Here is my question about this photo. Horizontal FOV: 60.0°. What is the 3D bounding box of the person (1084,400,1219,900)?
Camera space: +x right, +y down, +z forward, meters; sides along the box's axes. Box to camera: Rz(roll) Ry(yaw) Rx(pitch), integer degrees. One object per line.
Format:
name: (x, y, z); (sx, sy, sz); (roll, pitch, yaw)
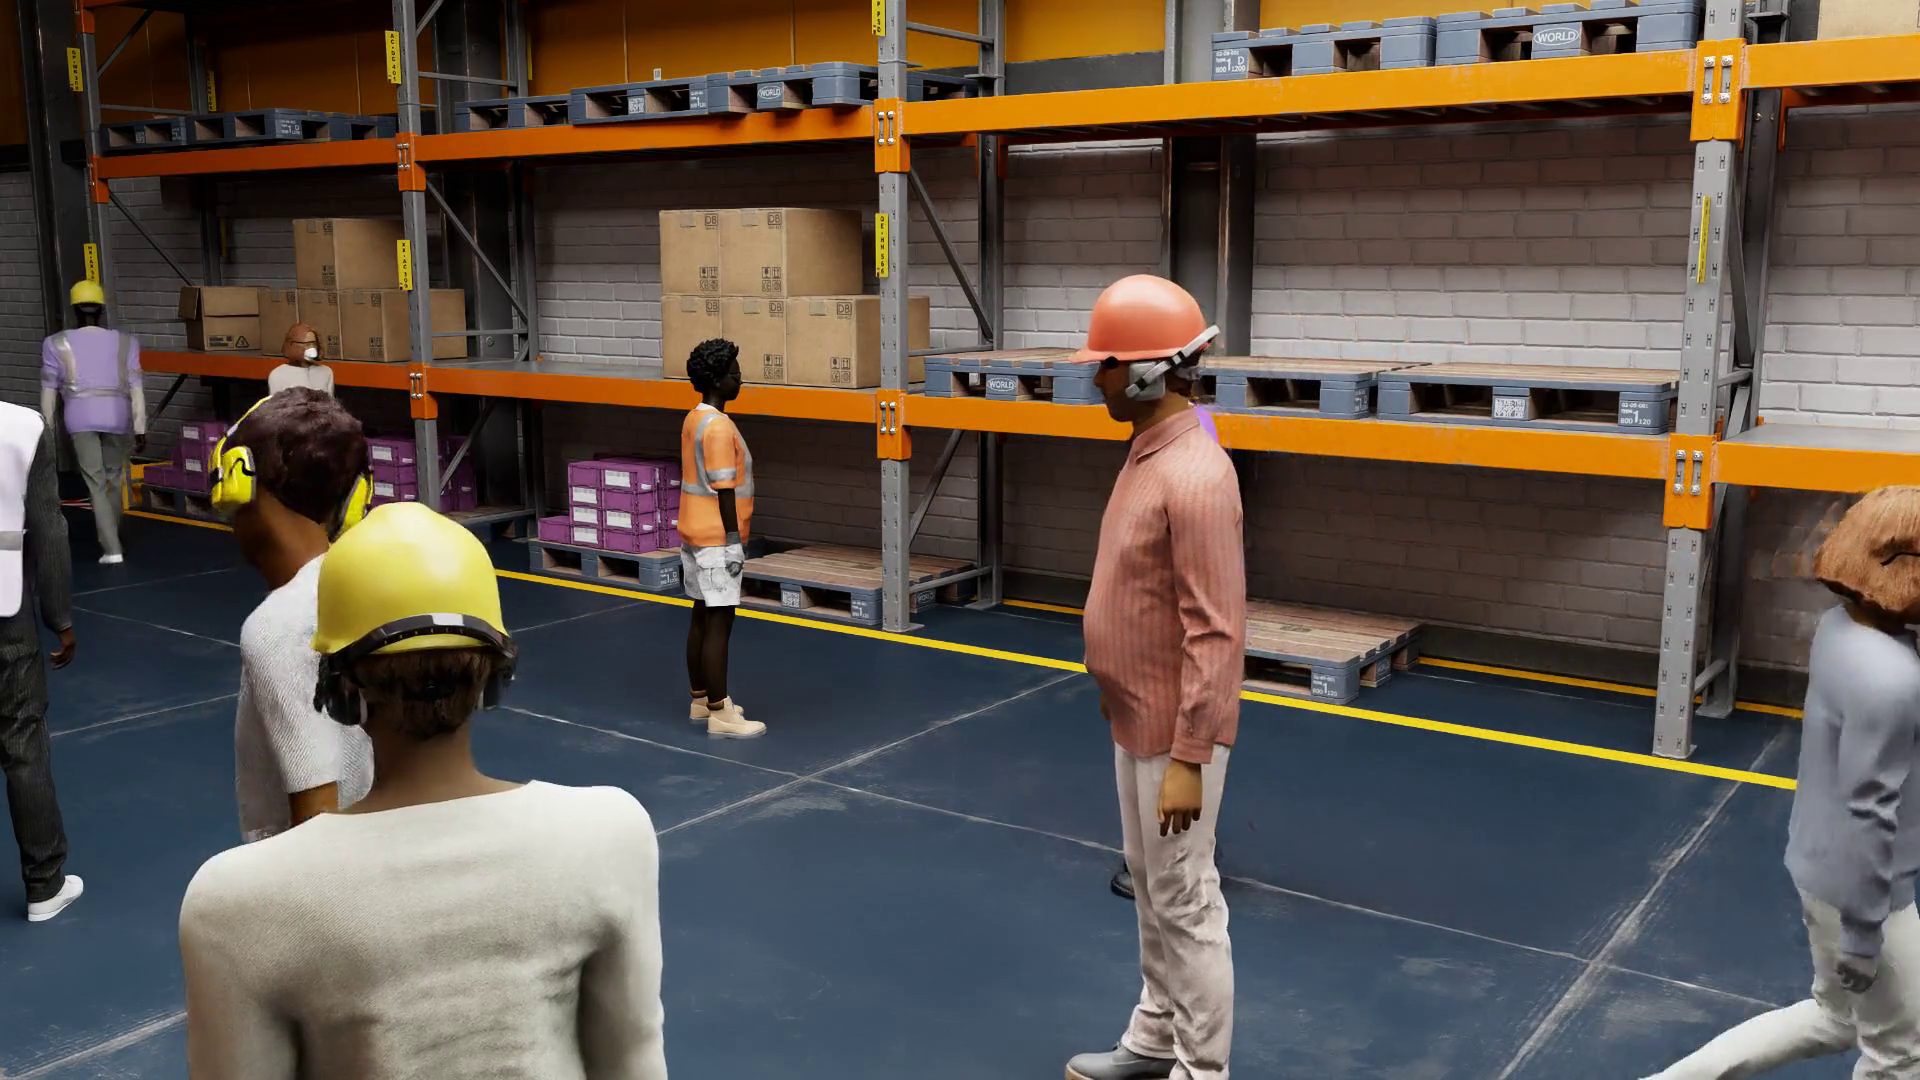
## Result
person: (0.605, 0.204, 5.182); (0.435, 1.916, 0.546); (3, 10, 15)

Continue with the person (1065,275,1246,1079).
person: (0.440, 0.407, 3.767); (0.395, 1.988, 0.614); (-1, 10, -5)

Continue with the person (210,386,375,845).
person: (-0.958, 0.698, 2.536); (0.355, 1.833, 0.700); (-1, 10, -7)

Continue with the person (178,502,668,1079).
person: (-0.593, 0.834, 1.923); (0.526, 1.760, 0.341); (-5, 11, -29)

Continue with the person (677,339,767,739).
person: (-1.034, -0.006, 7.098); (0.319, 1.696, 0.532); (-4, 10, -23)

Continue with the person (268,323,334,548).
person: (-4.256, -0.596, 10.833); (0.285, 1.626, 0.495); (5, 11, 27)

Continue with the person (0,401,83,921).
person: (-2.991, 0.236, 5.000); (0.591, 1.920, 0.392); (-4, 10, -22)

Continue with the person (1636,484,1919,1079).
person: (1.708, 0.677, 3.289); (0.593, 1.611, 0.507); (3, 10, 16)

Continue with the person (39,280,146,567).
person: (-5.846, -0.790, 11.190); (0.610, 1.879, 0.950); (-8, 13, -41)
